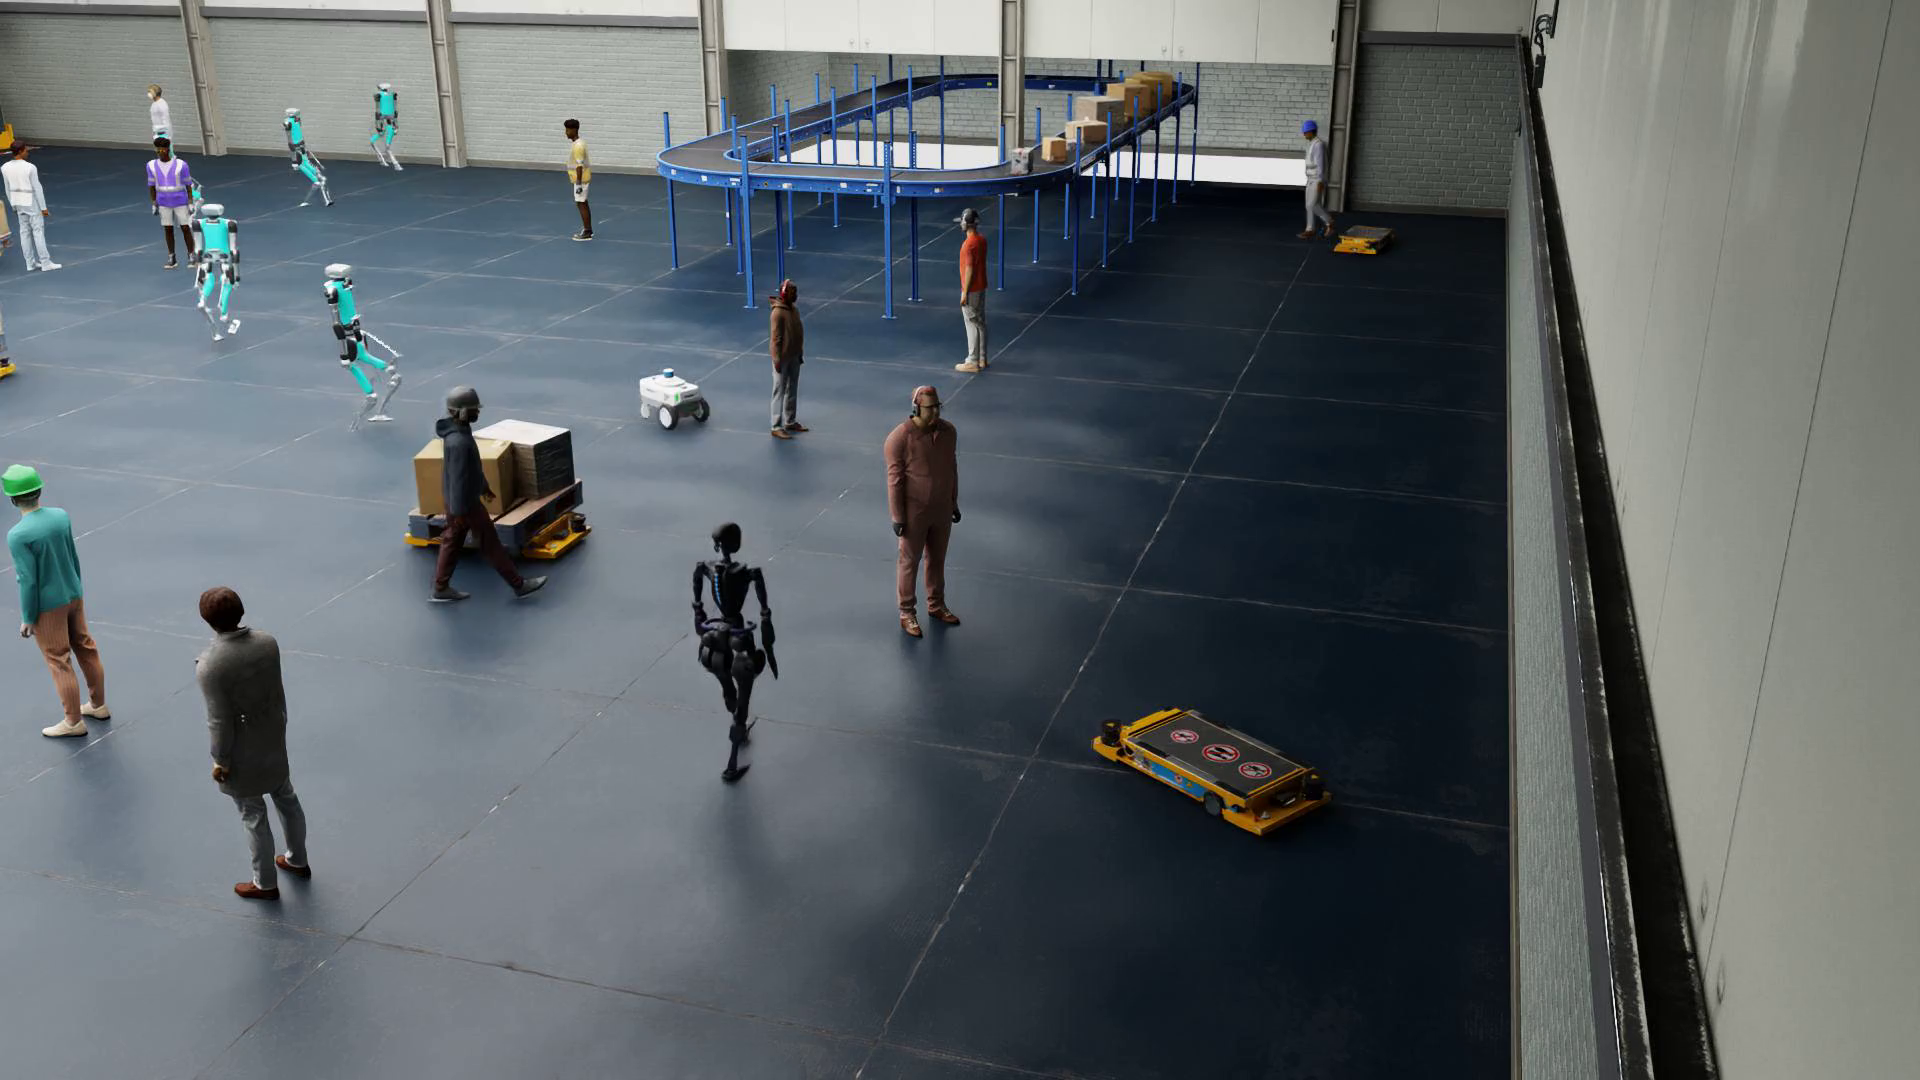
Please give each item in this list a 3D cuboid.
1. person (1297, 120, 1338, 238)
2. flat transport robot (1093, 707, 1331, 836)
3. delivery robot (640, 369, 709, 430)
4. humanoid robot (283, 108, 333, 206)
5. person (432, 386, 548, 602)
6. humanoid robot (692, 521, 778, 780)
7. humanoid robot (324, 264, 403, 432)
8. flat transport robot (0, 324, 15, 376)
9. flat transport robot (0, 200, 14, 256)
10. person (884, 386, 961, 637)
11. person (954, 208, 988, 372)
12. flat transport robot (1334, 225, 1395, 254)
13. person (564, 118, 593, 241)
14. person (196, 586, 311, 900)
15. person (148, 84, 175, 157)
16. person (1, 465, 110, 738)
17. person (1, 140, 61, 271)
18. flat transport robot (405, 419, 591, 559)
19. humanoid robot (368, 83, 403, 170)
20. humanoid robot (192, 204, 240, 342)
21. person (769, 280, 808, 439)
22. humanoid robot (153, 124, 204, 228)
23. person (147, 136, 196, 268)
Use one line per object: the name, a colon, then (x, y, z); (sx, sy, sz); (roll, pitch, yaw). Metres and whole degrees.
person: (5.831, -5.886, 27.170); (0.592, 1.911, 0.638); (-1, 21, -4)
flat transport robot: (1.574, 1.415, 10.507); (0.659, 0.231, 1.431); (-17, 27, -37)
delivery robot: (-3.066, -1.502, 17.702); (0.798, 0.614, 0.499); (20, 29, 41)
humanoid robot: (-11.682, -6.870, 30.037); (0.820, 1.822, 0.566); (0, 21, 0)
person: (-3.771, -0.347, 12.994); (0.908, 1.763, 0.561); (-7, 22, -17)
humanoid robot: (-1.411, 0.647, 10.570); (0.587, 1.633, 0.716); (8, 22, 19)
humanoid robot: (-6.152, -1.963, 17.258); (0.835, 1.798, 0.542); (0, 21, -1)
flat transport robot: (-11.862, -1.978, 19.309); (1.431, 0.231, 0.659); (2, 21, 5)
flat transport robot: (-15.146, -4.249, 25.198); (0.659, 0.231, 1.431); (-3, 21, -7)
person: (-0.248, -0.232, 12.499); (0.640, 1.913, 0.412); (-17, 27, -37)
person: (0.111, -2.929, 19.496); (0.410, 1.909, 0.480); (9, 23, 23)
flat transport robot: (6.496, -4.807, 26.646); (0.659, 0.231, 1.431); (10, 23, 23)
person: (-6.186, -5.854, 27.023); (0.370, 1.958, 0.606); (-3, 21, -8)
person: (-3.902, 1.113, 9.128); (0.368, 1.828, 0.501); (10, 23, 24)
person: (-15.374, -7.793, 32.072); (0.368, 1.939, 0.633); (-15, 26, -35)
person: (-5.959, 0.404, 10.904); (0.364, 1.871, 0.518); (5, 22, 14)
person: (-13.903, -4.975, 24.799); (0.587, 1.914, 0.391); (5, 22, 12)
flat transport robot: (-3.998, -0.092, 14.416); (1.431, 0.231, 0.659); (6, 22, 14)
humanoid robot: (-11.820, -8.447, 34.057); (0.888, 1.775, 0.538); (13, 25, 30)
humanoid robot: (-9.186, -3.229, 20.525); (0.554, 1.721, 1.047); (-3, 21, -7)
person: (-1.789, -1.868, 17.112); (0.311, 1.647, 0.470); (12, 24, 28)
humanoid robot: (-13.042, -6.102, 27.903); (0.716, 1.746, 0.531); (-18, 28, -39)
person: (-11.817, -5.057, 24.954); (0.611, 1.952, 0.363); (-4, 21, -9)
